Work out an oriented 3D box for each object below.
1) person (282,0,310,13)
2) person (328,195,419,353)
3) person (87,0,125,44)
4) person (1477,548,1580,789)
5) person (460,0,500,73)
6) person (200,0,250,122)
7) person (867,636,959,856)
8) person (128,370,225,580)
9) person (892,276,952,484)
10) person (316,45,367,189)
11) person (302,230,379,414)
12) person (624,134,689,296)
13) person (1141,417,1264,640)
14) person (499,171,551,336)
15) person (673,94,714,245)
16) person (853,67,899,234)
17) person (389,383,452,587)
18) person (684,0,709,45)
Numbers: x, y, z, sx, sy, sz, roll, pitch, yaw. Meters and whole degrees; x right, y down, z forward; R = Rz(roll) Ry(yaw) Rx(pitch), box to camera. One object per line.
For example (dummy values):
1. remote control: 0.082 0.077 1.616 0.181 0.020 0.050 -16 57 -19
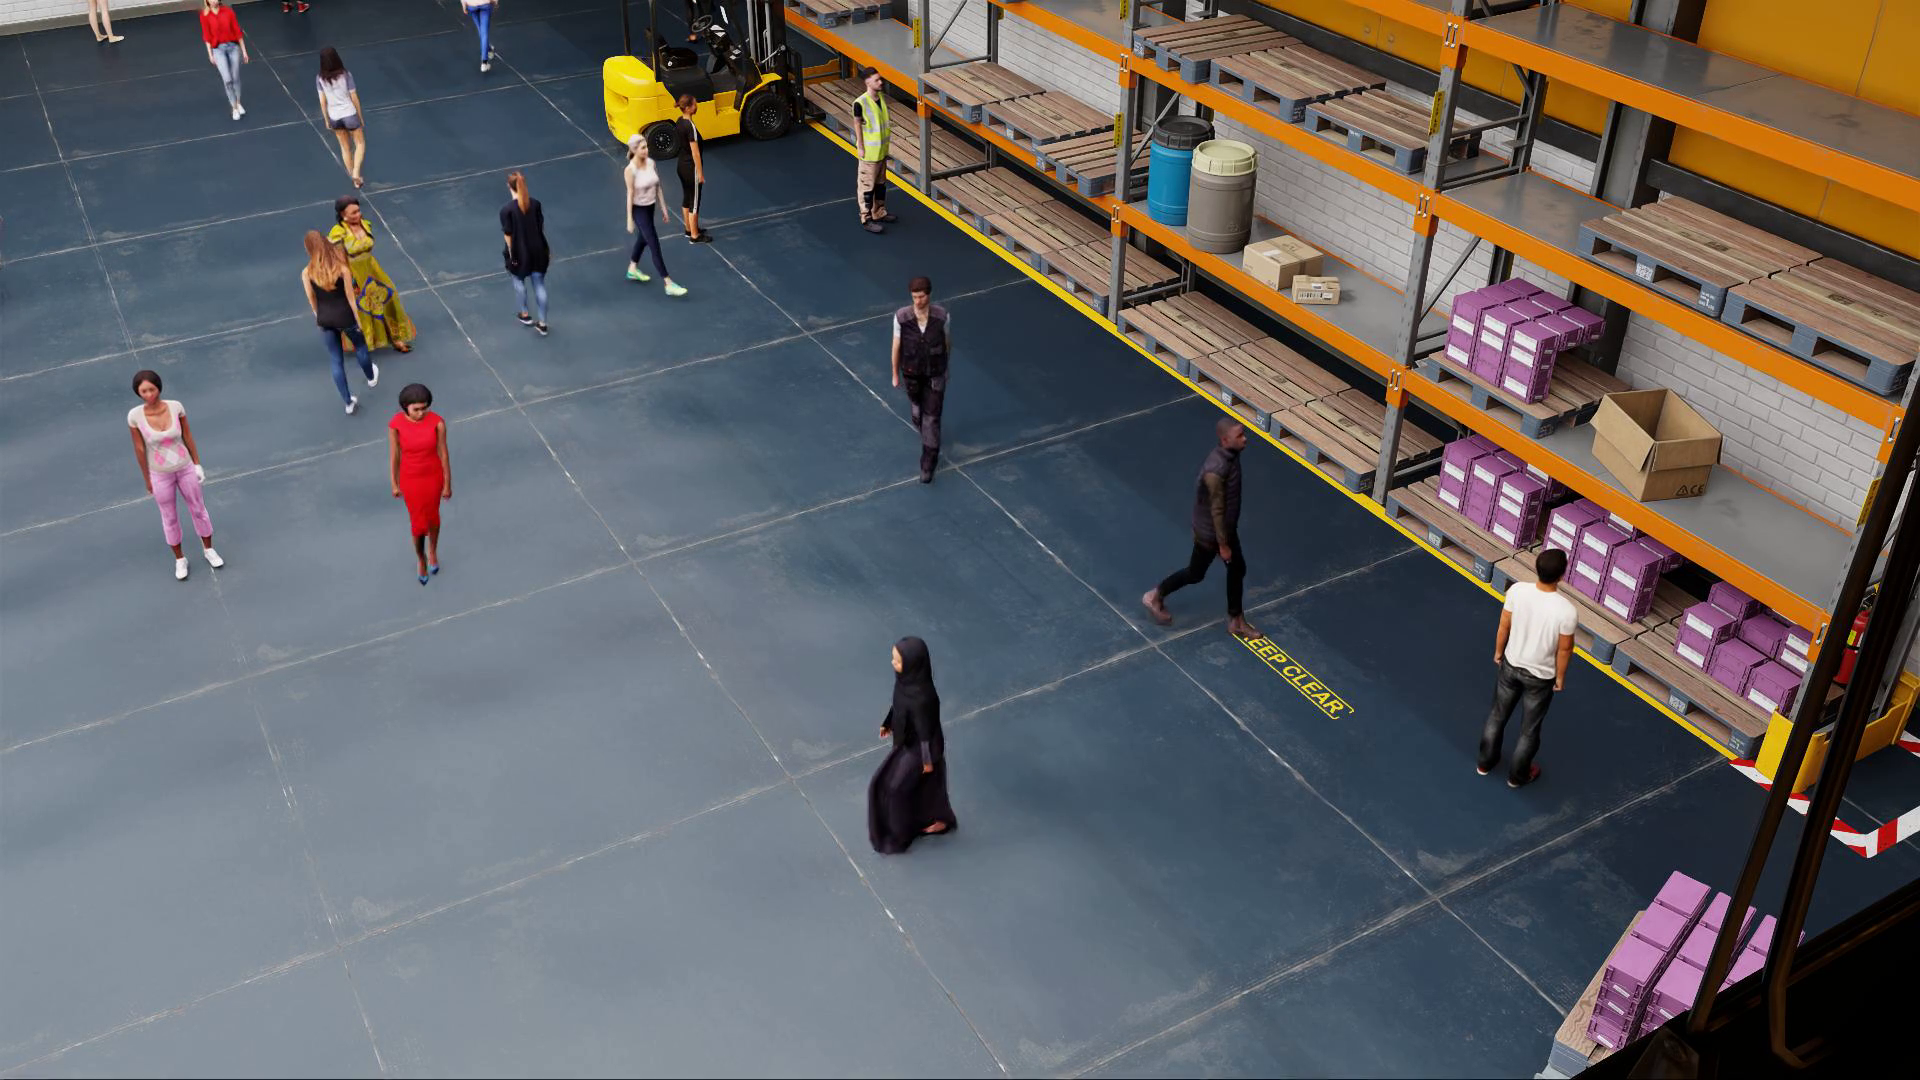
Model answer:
1. person: -10.497 -9.107 25.801 0.703 1.756 0.710 -1 34 -1
2. person: -5.869 -2.545 16.037 1.106 1.637 1.031 17 37 24
3. person: -12.794 -8.178 24.504 0.590 1.645 0.670 12 35 17
4. person: 3.695 0.823 10.819 0.581 1.803 0.755 27 42 34
5. person: -6.751 -7.437 23.326 1.044 1.714 1.271 0 34 0
6. person: -9.632 -6.415 21.817 0.636 1.683 0.790 -20 39 -27
7. person: -0.188 1.240 10.365 0.826 1.611 0.856 -4 34 -7
8. person: -6.111 -0.525 12.905 0.585 1.740 0.519 -20 39 -27
9. person: -0.300 -1.477 14.289 1.107 1.793 1.331 0 34 0
10. person: -7.244 -4.922 19.534 0.767 1.723 0.882 -3 34 -5
11. person: -5.655 -1.934 15.074 0.811 1.685 1.030 -4 34 -6
12. person: -3.340 -3.395 17.296 1.178 1.659 1.005 16 37 22
13. person: 1.782 -0.080 12.182 1.303 1.799 1.117 17 37 23
14. person: -4.223 -2.797 16.391 0.618 1.665 0.709 -18 38 -25
15. person: -2.986 -4.104 18.354 0.638 1.669 0.457 -16 37 -23
16. person: -0.969 -4.397 18.634 0.891 1.847 0.846 16 37 23
17. person: -4.169 -0.495 12.879 0.652 1.718 0.662 -10 35 -15
18. person: -3.920 -8.187 24.467 0.639 1.702 0.579 -23 40 -30
